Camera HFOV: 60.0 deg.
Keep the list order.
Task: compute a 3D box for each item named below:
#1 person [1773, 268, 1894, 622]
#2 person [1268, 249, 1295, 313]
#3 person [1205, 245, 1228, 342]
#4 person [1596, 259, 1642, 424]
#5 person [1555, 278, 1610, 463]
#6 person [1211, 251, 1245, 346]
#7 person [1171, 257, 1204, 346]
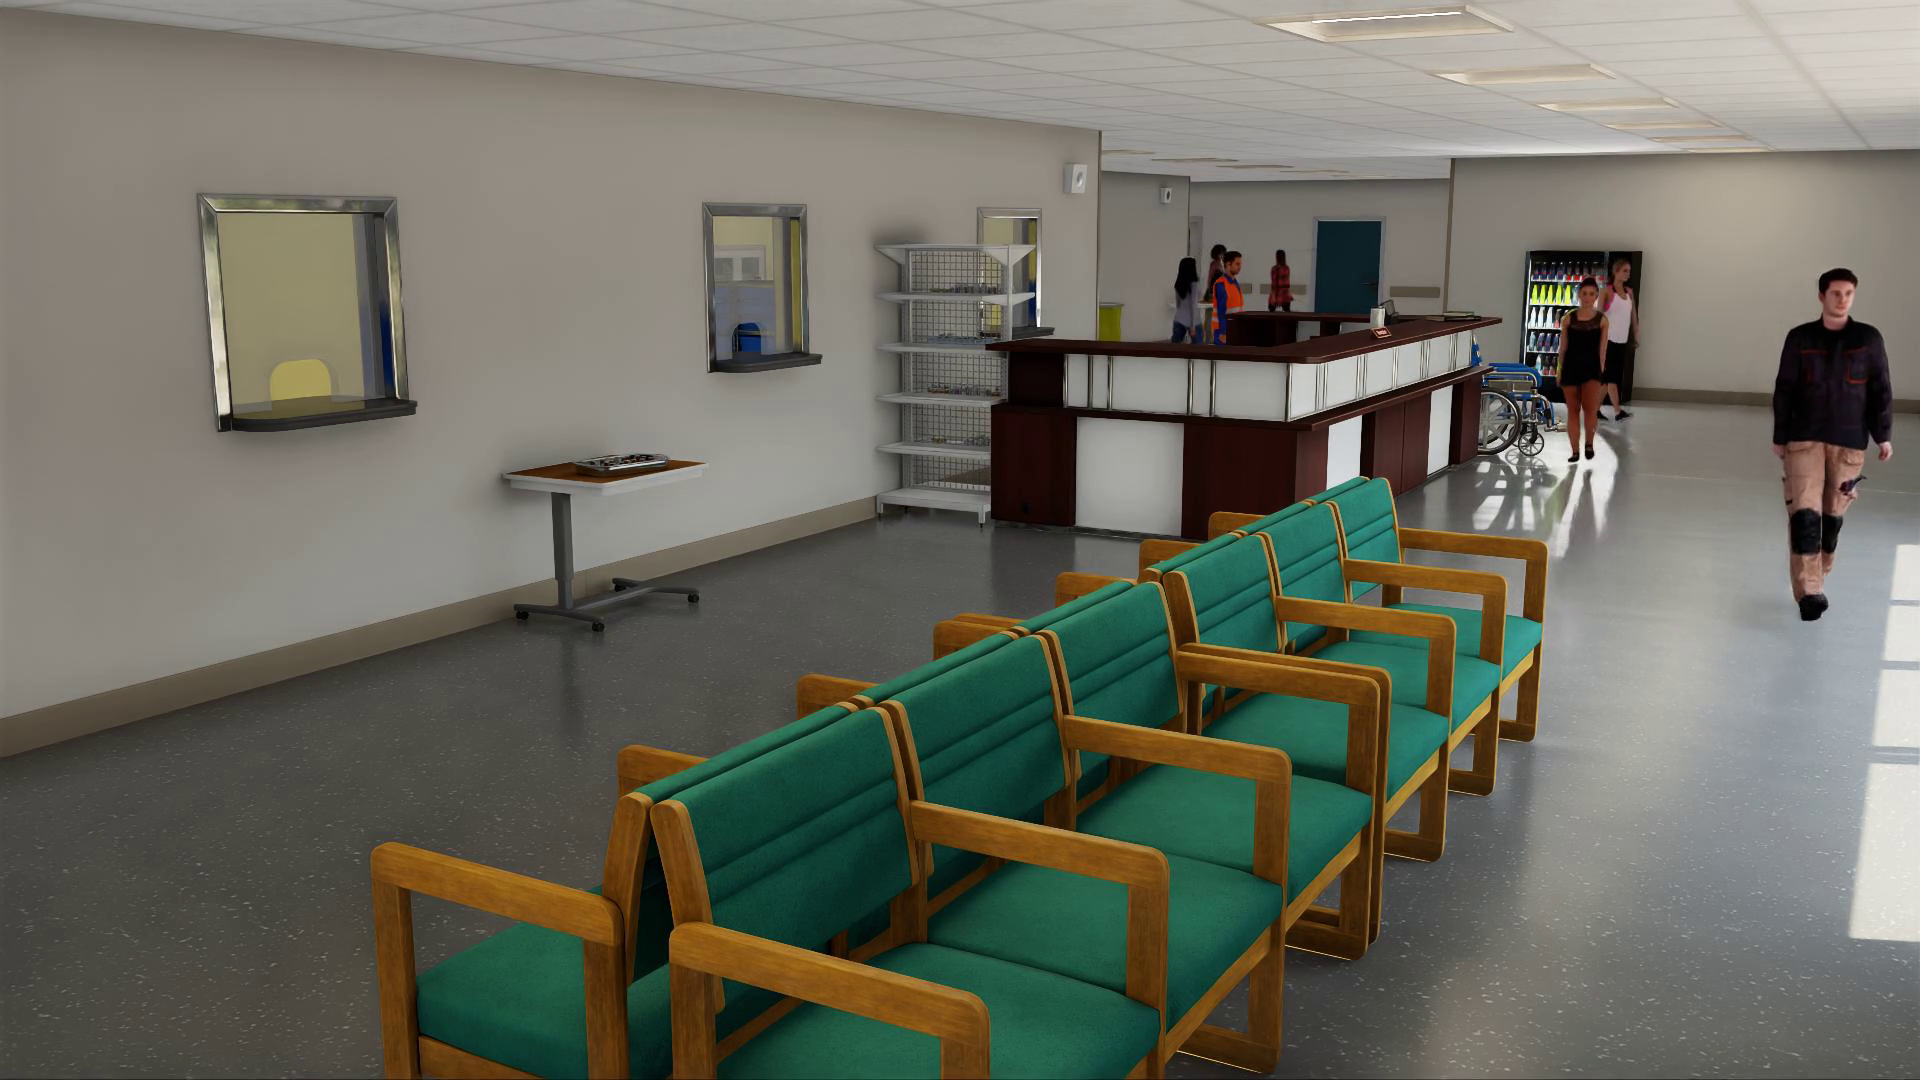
[{"bbox_3d":[4.757,-0.504,9.153,1.210,1.873,0.973,3,11,15],"label":"person"},{"bbox_3d":[5.938,-4.447,30.518,1.077,1.655,1.232,-5,12,-23],"label":"person"},{"bbox_3d":[4.634,-4.533,30.654,0.721,1.772,0.690,8,13,35],"label":"person"},{"bbox_3d":[7.069,-2.155,18.149,0.975,1.763,1.066,-4,11,-19],"label":"person"},{"bbox_3d":[5.671,-1.536,15.144,0.541,1.667,0.624,6,12,29],"label":"person"},{"bbox_3d":[3.050,-2.369,19.014,0.605,1.859,0.693,5,12,26],"label":"person"},{"bbox_3d":[2.858,-2.767,21.581,1.015,1.686,1.183,-7,13,-34],"label":"person"}]
